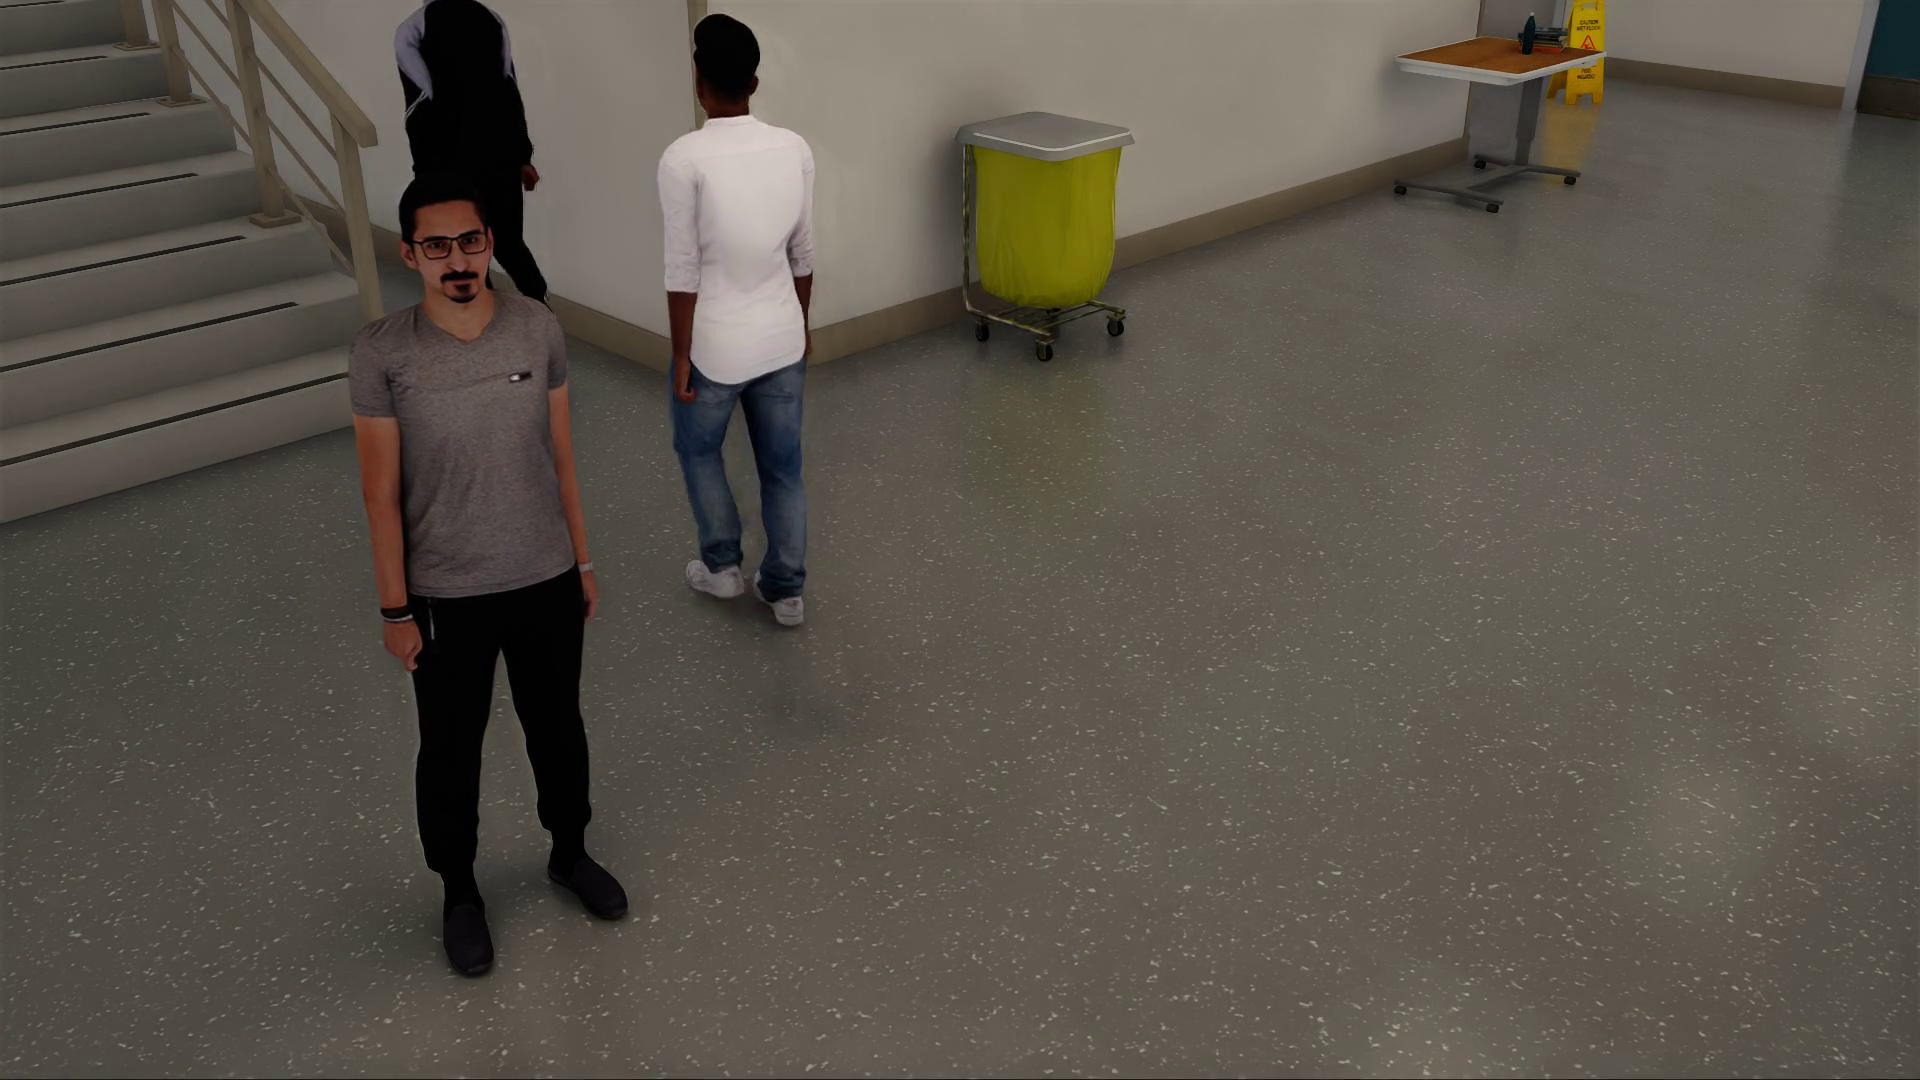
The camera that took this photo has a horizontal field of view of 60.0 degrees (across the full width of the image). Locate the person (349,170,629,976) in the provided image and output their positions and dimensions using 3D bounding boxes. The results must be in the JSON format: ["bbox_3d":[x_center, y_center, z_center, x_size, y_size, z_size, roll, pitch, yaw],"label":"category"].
[{"bbox_3d":[-1.005,0.078,3.557,0.655,1.754,0.579,-17,31,-31],"label":"person"}]

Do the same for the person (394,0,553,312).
[{"bbox_3d":[-1.985,-1.546,6.869,0.707,1.802,0.920,-19,32,-34],"label":"person"}]

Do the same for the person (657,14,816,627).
[{"bbox_3d":[-0.607,-0.568,4.850,0.748,1.794,0.792,-13,29,-26],"label":"person"}]
